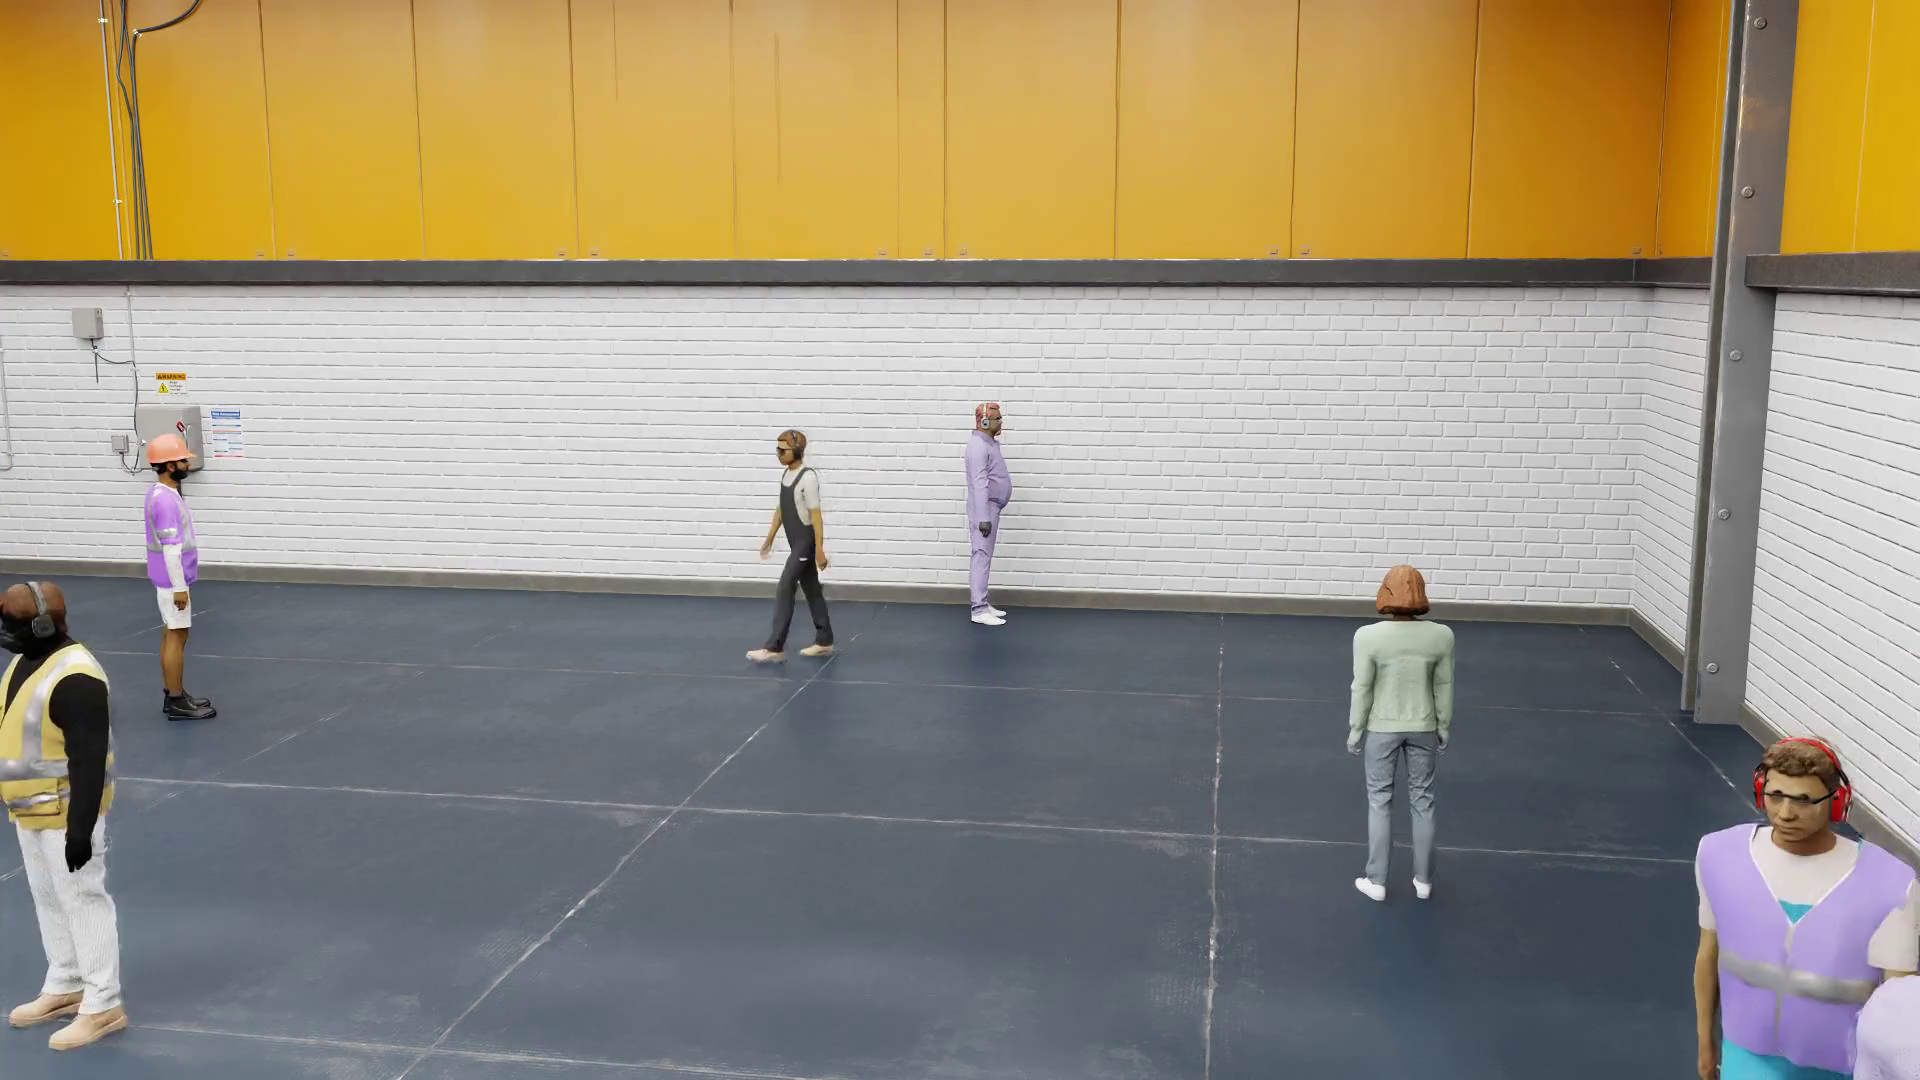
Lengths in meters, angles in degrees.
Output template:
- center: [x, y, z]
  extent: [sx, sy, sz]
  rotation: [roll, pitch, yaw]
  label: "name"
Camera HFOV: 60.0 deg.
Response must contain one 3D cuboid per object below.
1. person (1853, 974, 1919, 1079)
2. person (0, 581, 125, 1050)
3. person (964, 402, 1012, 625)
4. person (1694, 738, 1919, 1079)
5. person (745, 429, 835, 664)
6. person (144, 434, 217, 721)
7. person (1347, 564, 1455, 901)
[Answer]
- center: [2.136, 1.533, 3.377]
  extent: [0.662, 1.928, 0.465]
  rotation: [9, 13, 44]
  label: "person"
- center: [-3.564, 1.070, 6.559]
  extent: [0.657, 1.838, 0.429]
  rotation: [8, 12, 42]
  label: "person"
- center: [0.244, -0.234, 14.350]
  extent: [0.407, 1.910, 0.639]
  rotation: [1, 9, 4]
  label: "person"
- center: [2.271, 1.414, 4.531]
  extent: [0.591, 1.794, 0.969]
  rotation: [7, 11, 35]
  label: "person"
- center: [-1.348, 0.054, 12.865]
  extent: [0.871, 1.808, 0.517]
  rotation: [-4, 10, -22]
  label: "person"
- center: [-5.300, 0.250, 11.258]
  extent: [0.348, 1.942, 0.548]
  rotation: [-5, 11, -29]
  label: "person"
- center: [2.122, 0.929, 8.024]
  extent: [0.507, 1.630, 0.268]
  rotation: [-1, 9, -3]
  label: "person"
